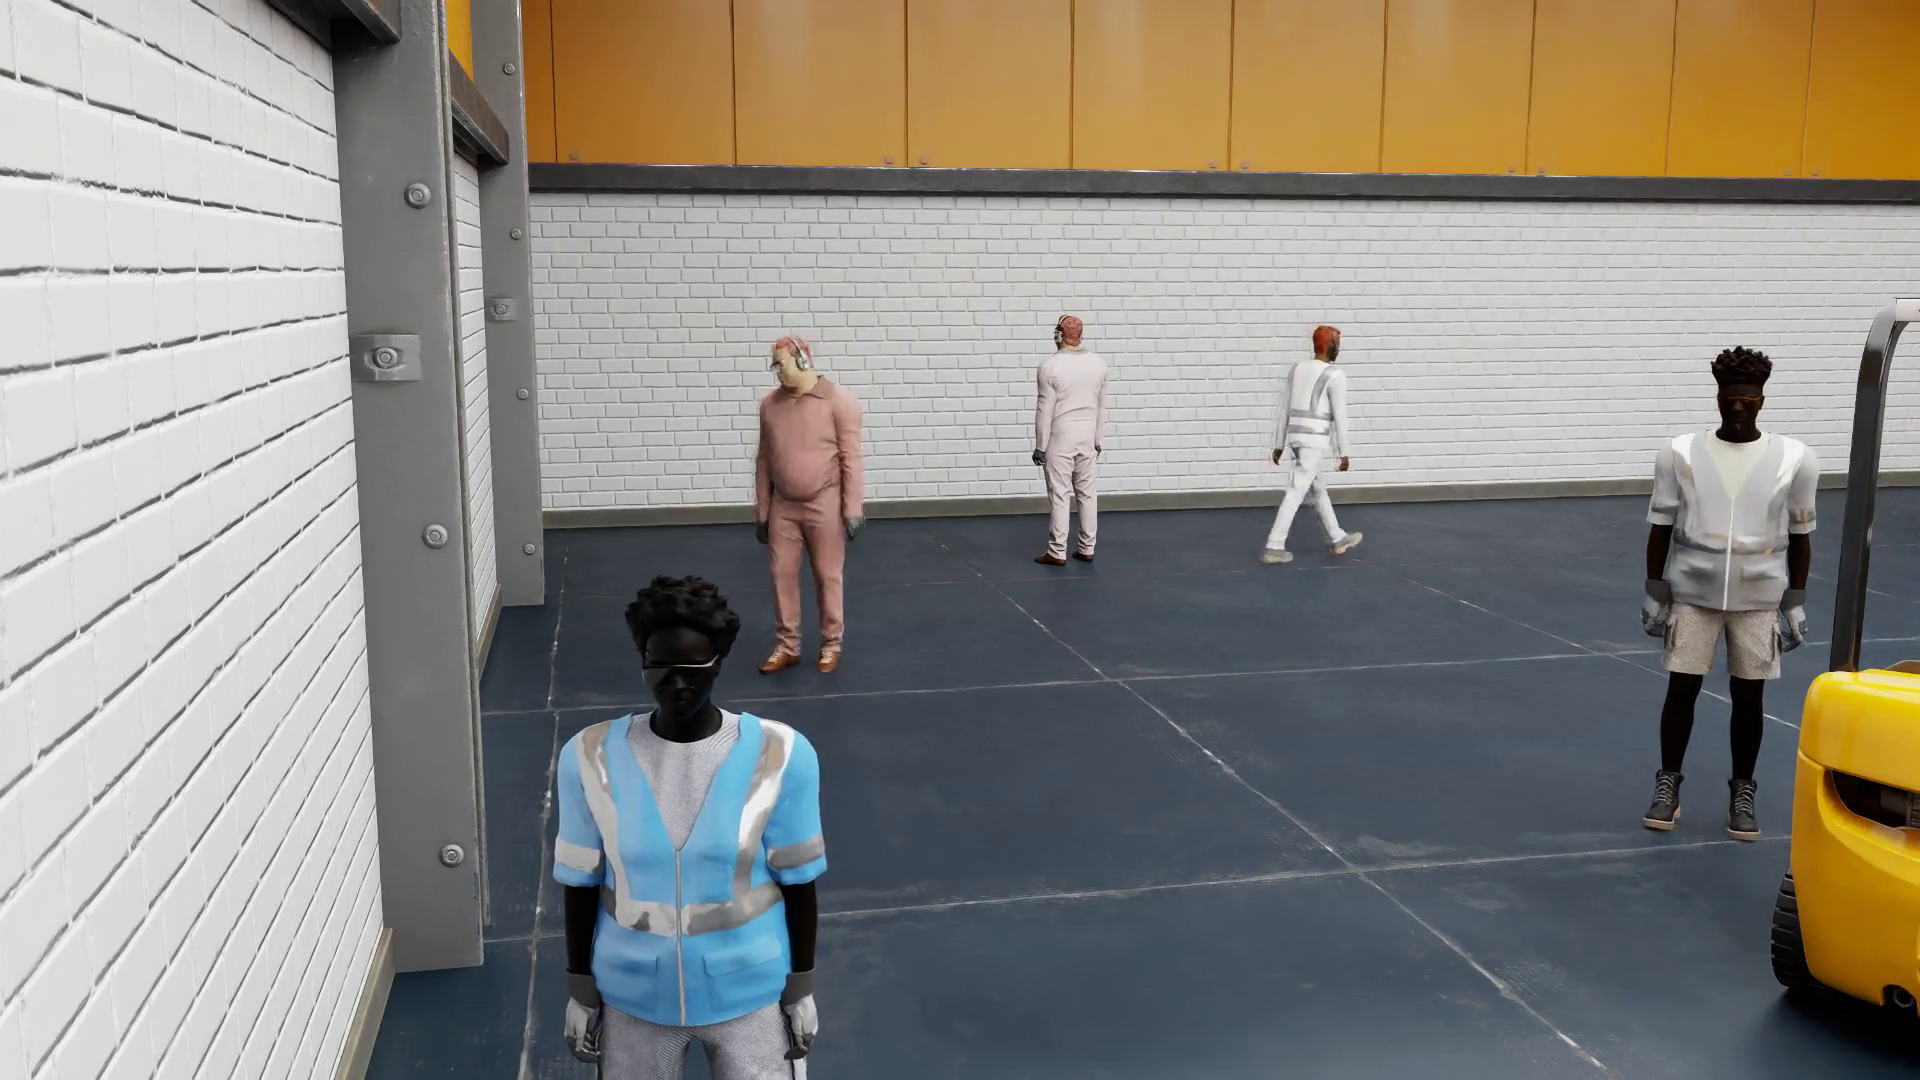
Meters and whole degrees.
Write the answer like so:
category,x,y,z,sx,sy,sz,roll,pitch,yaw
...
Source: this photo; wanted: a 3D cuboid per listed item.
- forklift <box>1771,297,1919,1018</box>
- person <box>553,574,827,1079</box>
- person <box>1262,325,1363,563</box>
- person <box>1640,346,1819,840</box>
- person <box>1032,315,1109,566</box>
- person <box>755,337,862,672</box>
category,x,y,z,sx,sy,sz,roll,pitch,yaw
forklift,3.542,0.334,5.177,2.313,2.155,1.214,-9,13,-43
person,-0.532,0.893,3.301,0.535,1.691,0.319,0,9,-1
person,2.746,-0.741,12.858,1.037,1.818,0.589,-5,11,-28
person,3.038,0.214,6.608,0.613,1.960,0.368,4,10,24
person,0.818,-0.756,12.692,0.643,1.909,0.410,-6,11,-33
person,-0.862,-0.174,9.297,0.672,1.892,0.405,4,10,22
